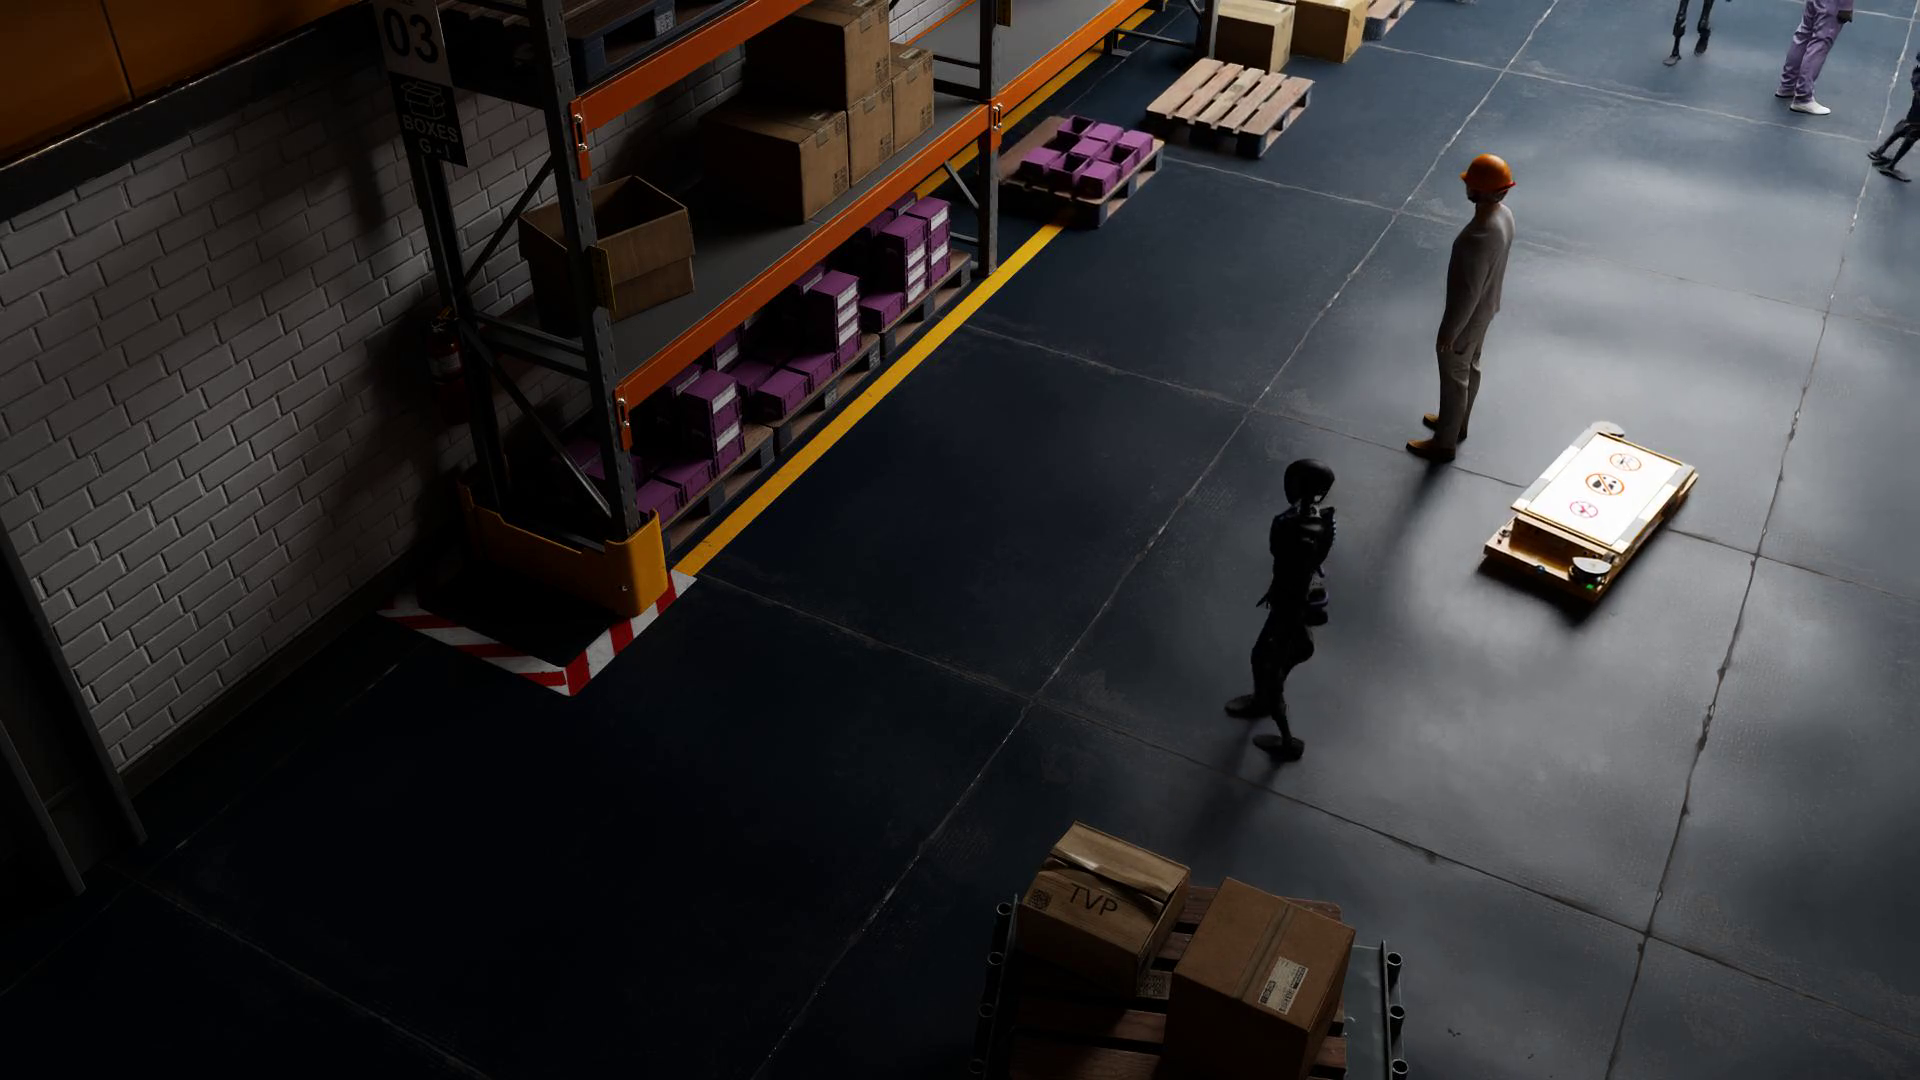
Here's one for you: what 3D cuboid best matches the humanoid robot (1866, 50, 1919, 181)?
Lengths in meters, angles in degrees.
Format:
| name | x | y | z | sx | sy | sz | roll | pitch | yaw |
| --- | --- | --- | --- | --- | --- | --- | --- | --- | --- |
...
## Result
| name | x | y | z | sx | sy | sz | roll | pitch | yaw |
| --- | --- | --- | --- | --- | --- | --- | --- | --- | --- |
| humanoid robot | 7.312 | -3.512 | 12.484 | 0.420 | 1.635 | 0.611 | 7 | 39 | 9 |

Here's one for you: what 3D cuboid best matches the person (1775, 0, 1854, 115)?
| name | x | y | z | sx | sy | sz | roll | pitch | yaw |
| --- | --- | --- | --- | --- | --- | --- | --- | --- | --- |
| person | 7.075 | -4.420 | 13.435 | 0.410 | 1.910 | 0.638 | 1 | 39 | 1 |

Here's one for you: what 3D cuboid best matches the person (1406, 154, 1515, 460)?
| name | x | y | z | sx | sy | sz | roll | pitch | yaw |
| --- | --- | --- | --- | --- | --- | --- | --- | --- | --- |
| person | 2.907 | -1.328 | 9.580 | 0.369 | 1.892 | 0.581 | 21 | 43 | 25 |

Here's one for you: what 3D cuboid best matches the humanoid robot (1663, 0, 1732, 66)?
| name | x | y | z | sx | sy | sz | roll | pitch | yaw |
| --- | --- | --- | --- | --- | --- | --- | --- | --- | --- |
| humanoid robot | 6.401 | -4.907 | 14.228 | 0.596 | 1.637 | 0.492 | 26 | 46 | 29 |

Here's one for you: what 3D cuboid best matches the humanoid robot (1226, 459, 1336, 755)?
| name | x | y | z | sx | sy | sz | roll | pitch | yaw |
| --- | --- | --- | --- | --- | --- | --- | --- | --- | --- |
| humanoid robot | 1.525 | 0.336 | 7.688 | 0.343 | 1.654 | 0.595 | 2 | 39 | 2 |

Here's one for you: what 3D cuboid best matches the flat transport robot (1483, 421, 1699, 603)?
| name | x | y | z | sx | sy | sz | roll | pitch | yaw |
| --- | --- | --- | --- | --- | --- | --- | --- | --- | --- |
| flat transport robot | 3.615 | -0.189 | 9.456 | 0.659 | 0.231 | 1.431 | 28 | 46 | 30 |
